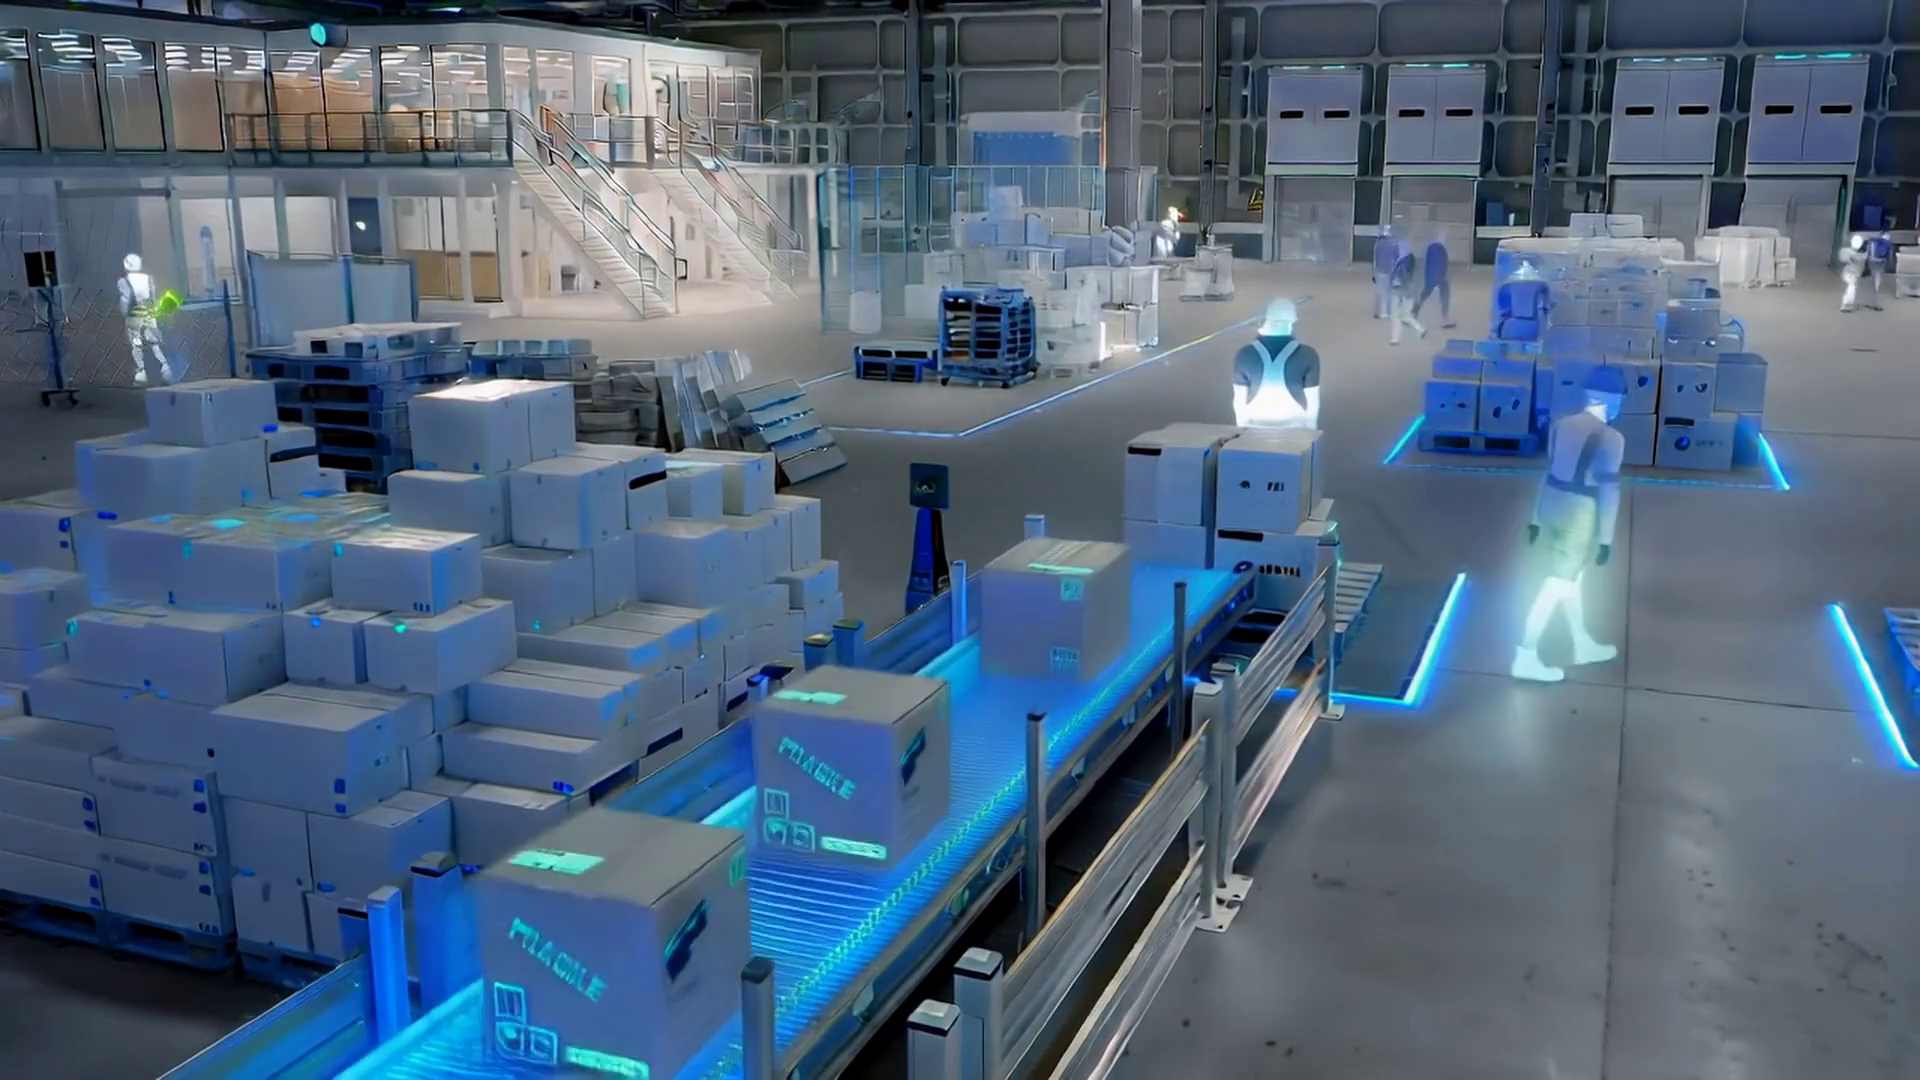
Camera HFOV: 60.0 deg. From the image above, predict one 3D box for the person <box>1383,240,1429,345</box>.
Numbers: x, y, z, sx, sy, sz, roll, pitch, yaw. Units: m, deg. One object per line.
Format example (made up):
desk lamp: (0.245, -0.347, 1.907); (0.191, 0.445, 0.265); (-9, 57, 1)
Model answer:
person: (7.690, -4.229, 28.557); (0.653, 1.828, 0.638); (1, 13, 3)

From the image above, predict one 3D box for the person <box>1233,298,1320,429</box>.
person: (2.511, -0.910, 13.168); (0.676, 2.000, 0.536); (5, 13, 19)

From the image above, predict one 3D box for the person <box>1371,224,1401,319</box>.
person: (8.650, -5.450, 33.788); (0.594, 1.924, 0.382); (6, 14, 23)

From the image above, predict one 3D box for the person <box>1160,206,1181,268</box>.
person: (6.497, -9.422, 51.682); (0.655, 1.895, 0.886); (-8, 15, -32)

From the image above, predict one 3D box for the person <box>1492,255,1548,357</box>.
person: (6.783, -2.437, 20.176); (0.651, 1.996, 0.366); (2, 13, 8)

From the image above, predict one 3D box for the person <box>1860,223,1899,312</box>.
person: (19.670, -5.814, 35.540); (0.722, 1.861, 0.972); (1, 13, 6)

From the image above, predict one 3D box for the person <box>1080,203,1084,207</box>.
person: (3.829, -9.535, 52.002); (0.675, 1.981, 0.629); (-3, 13, -15)

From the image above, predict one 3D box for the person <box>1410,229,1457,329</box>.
person: (8.966, -4.933, 31.539); (0.962, 1.905, 0.640); (-2, 13, -9)

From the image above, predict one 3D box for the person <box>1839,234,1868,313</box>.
person: (19.062, -5.675, 35.418); (0.539, 1.646, 0.869); (-3, 13, -13)

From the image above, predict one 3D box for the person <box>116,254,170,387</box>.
person: (-11.336, -3.028, 23.077); (0.621, 1.868, 0.579); (8, 15, 33)

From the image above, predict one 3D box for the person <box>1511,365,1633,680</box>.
person: (3.697, -0.098, 9.944); (0.840, 1.877, 0.566); (-3, 13, -15)

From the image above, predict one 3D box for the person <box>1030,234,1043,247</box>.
person: (1.389, -4.841, 31.342); (0.915, 1.799, 0.652); (-6, 14, -27)
